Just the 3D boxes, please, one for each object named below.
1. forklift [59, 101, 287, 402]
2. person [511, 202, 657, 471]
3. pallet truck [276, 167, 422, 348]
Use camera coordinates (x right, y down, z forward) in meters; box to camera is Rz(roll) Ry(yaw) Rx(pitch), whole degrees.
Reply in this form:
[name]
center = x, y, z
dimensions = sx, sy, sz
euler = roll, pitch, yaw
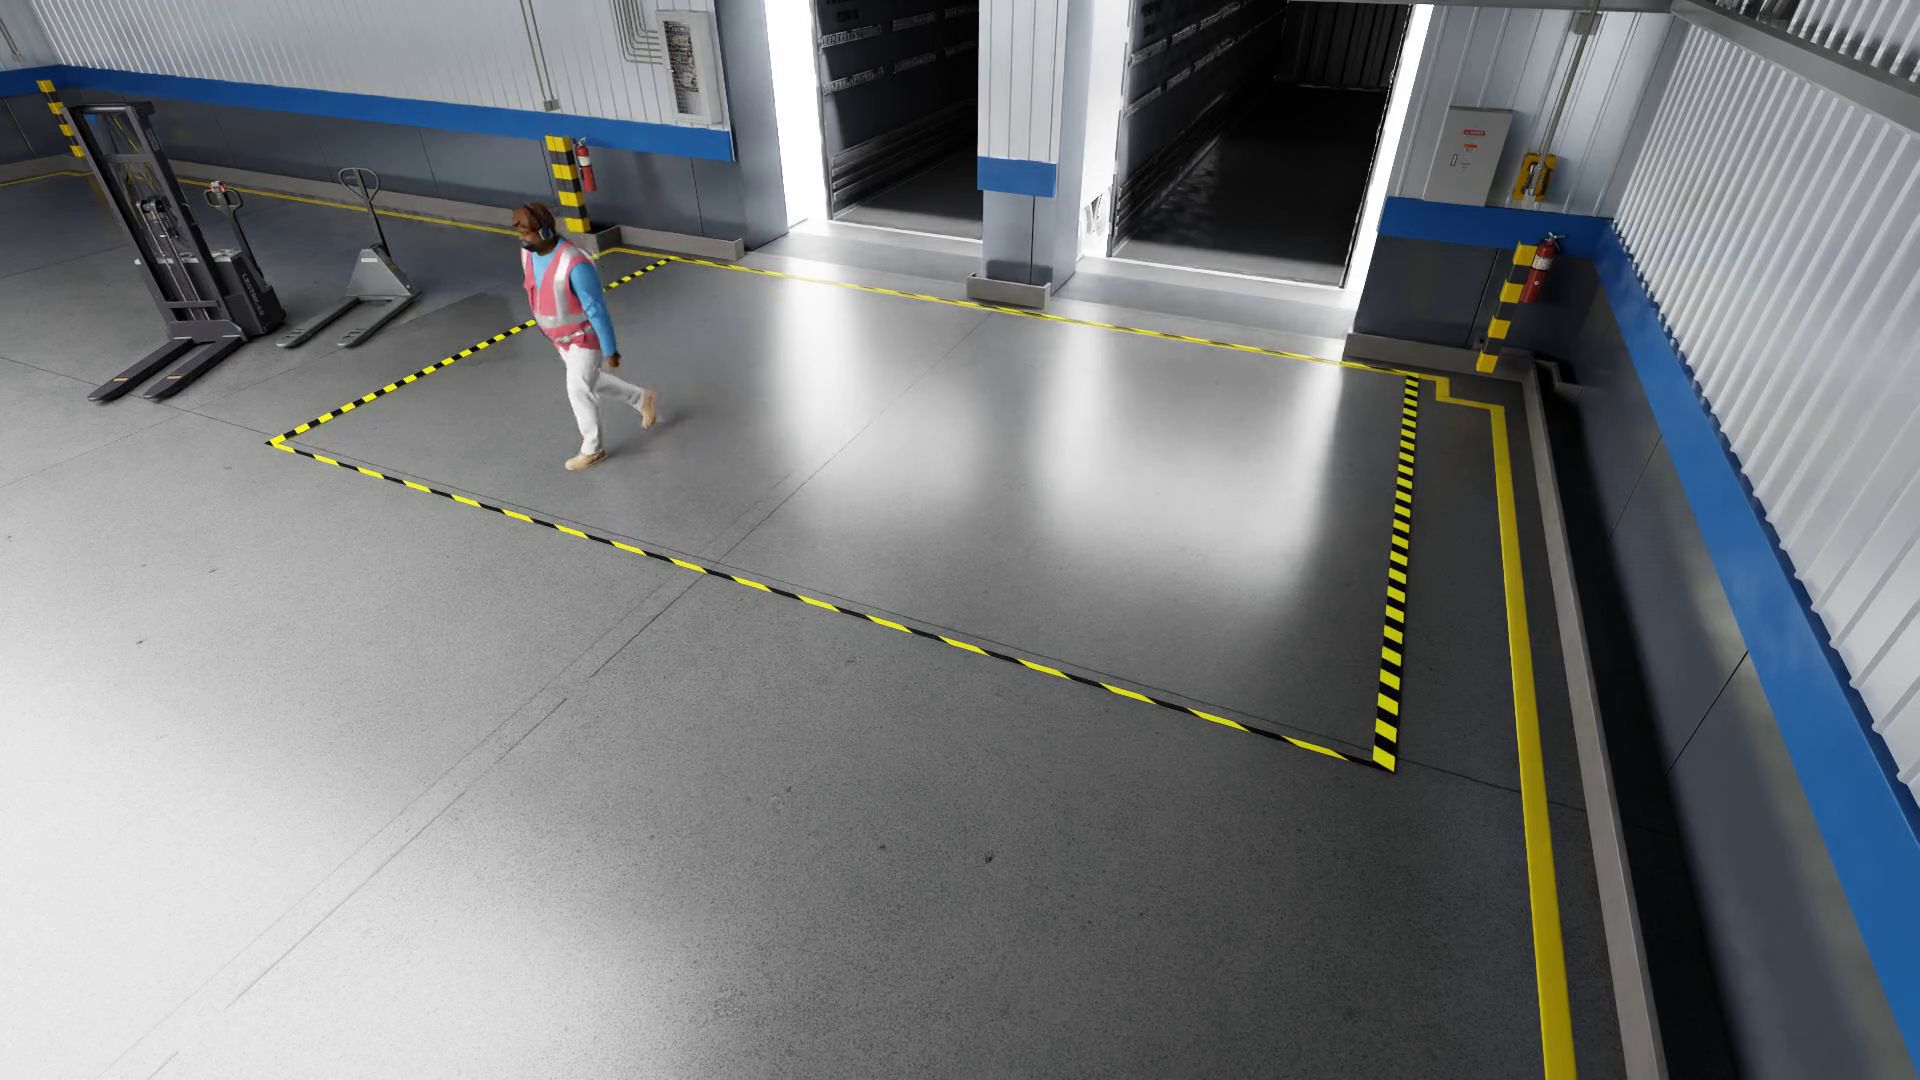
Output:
[forklift]
center = -6.686, -2.387, 7.434
dimensions = 0.823, 1.965, 1.885
euler = -3, 35, -5
[person]
center = -2.492, -1.398, 6.196
dimensions = 0.640, 1.795, 0.854
euler = 26, 43, 32
[pallet truck]
center = -5.732, -2.611, 8.414
dimensions = 0.680, 1.201, 1.601
euler = -1, 35, -1
